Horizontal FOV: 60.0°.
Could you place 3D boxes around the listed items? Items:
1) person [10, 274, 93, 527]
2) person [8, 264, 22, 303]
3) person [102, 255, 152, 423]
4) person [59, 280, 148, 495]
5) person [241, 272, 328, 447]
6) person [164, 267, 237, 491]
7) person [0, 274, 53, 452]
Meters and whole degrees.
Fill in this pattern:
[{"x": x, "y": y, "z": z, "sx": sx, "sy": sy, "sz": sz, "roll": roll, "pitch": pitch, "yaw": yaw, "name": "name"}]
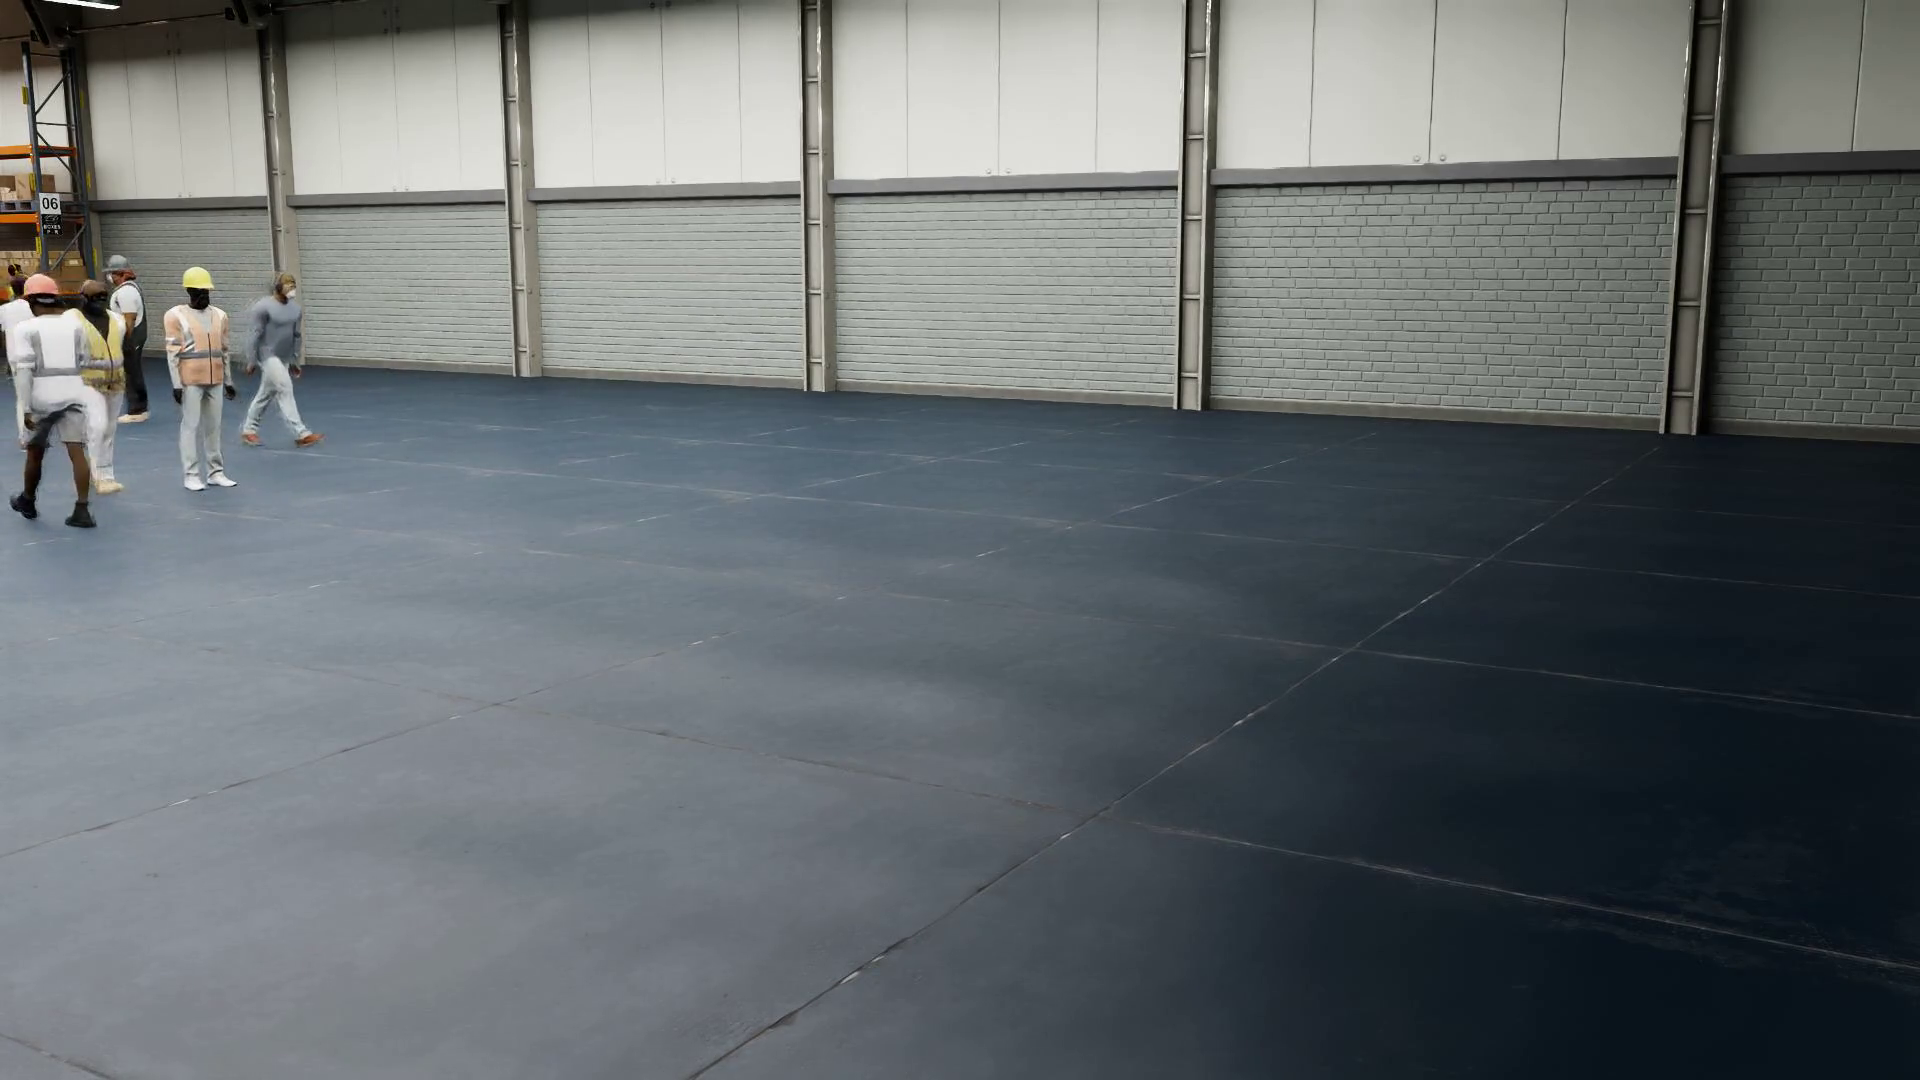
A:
[{"x": -6.873, "y": -1.052, "z": 12.557, "sx": 1.012, "sy": 1.874, "sz": 0.544, "roll": 8, "pitch": 12, "yaw": 38, "name": "person"}, {"x": -17.901, "y": -4.309, "z": 31.655, "sx": 0.328, "sy": 1.877, "sz": 0.513, "roll": -7, "pitch": 12, "yaw": -35, "name": "person"}, {"x": -10.223, "y": -2.455, "z": 20.312, "sx": 0.535, "sy": 2.000, "sz": 0.694, "roll": -4, "pitch": 10, "yaw": -21, "name": "person"}, {"x": -7.291, "y": -1.292, "z": 14.146, "sx": 0.577, "sy": 1.815, "sz": 0.656, "roll": 5, "pitch": 11, "yaw": 28, "name": "person"}, {"x": -7.269, "y": -1.899, "z": 17.643, "sx": 1.052, "sy": 1.868, "sz": 0.628, "roll": 2, "pitch": 10, "yaw": 14, "name": "person"}, {"x": -6.583, "y": -1.398, "z": 14.460, "sx": 0.381, "sy": 1.925, "sz": 0.593, "roll": 6, "pitch": 11, "yaw": 30, "name": "person"}, {"x": -9.687, "y": -1.832, "z": 17.262, "sx": 0.534, "sy": 1.842, "sz": 0.432, "roll": 0, "pitch": 10, "yaw": 2, "name": "person"}]
